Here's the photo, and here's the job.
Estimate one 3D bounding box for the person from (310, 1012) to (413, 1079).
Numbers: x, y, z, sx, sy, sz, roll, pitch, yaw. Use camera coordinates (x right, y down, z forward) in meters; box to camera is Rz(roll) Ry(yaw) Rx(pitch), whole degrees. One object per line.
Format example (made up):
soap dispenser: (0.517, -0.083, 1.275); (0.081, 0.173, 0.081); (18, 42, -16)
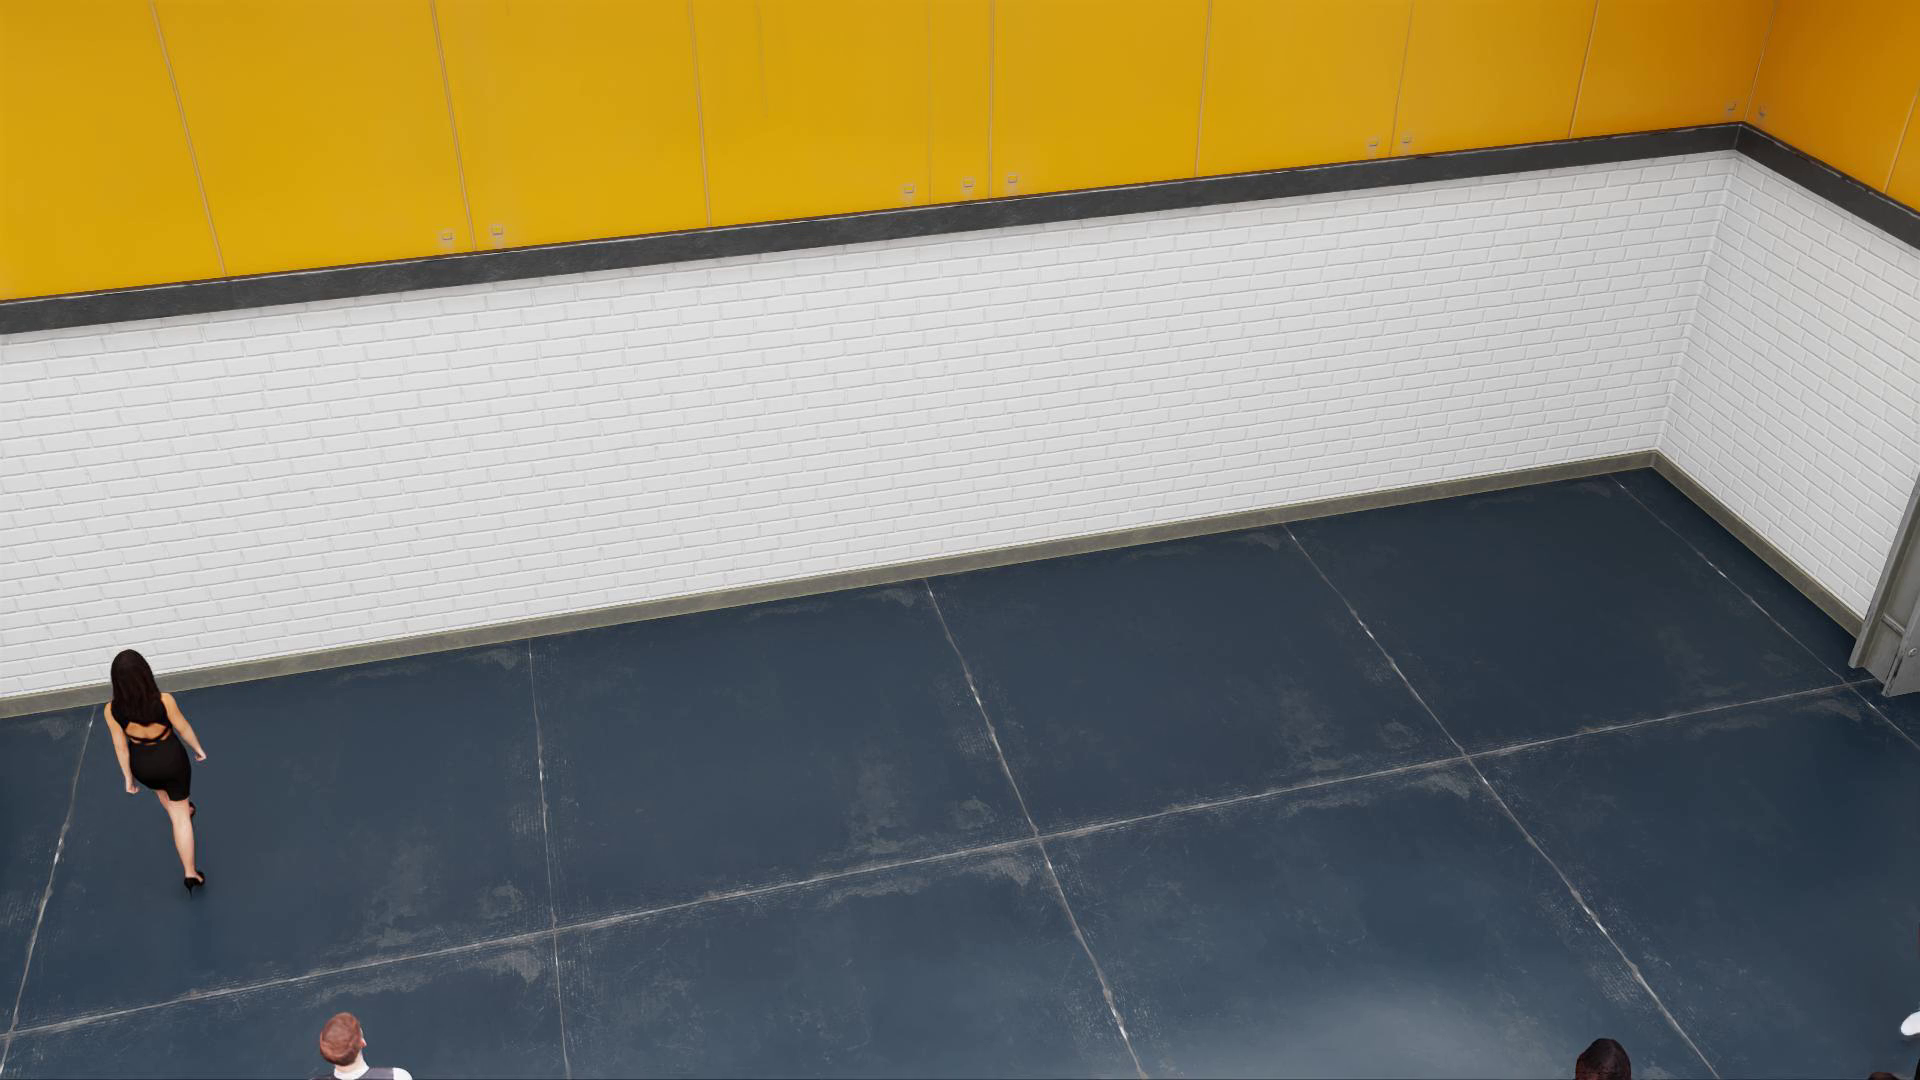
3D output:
person: (-2.577, 2.801, 7.351); (0.639, 1.934, 0.556); (-7, 34, -10)

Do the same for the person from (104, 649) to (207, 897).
person: (-4.678, 1.403, 9.751); (0.591, 1.607, 0.999); (-8, 34, -12)
